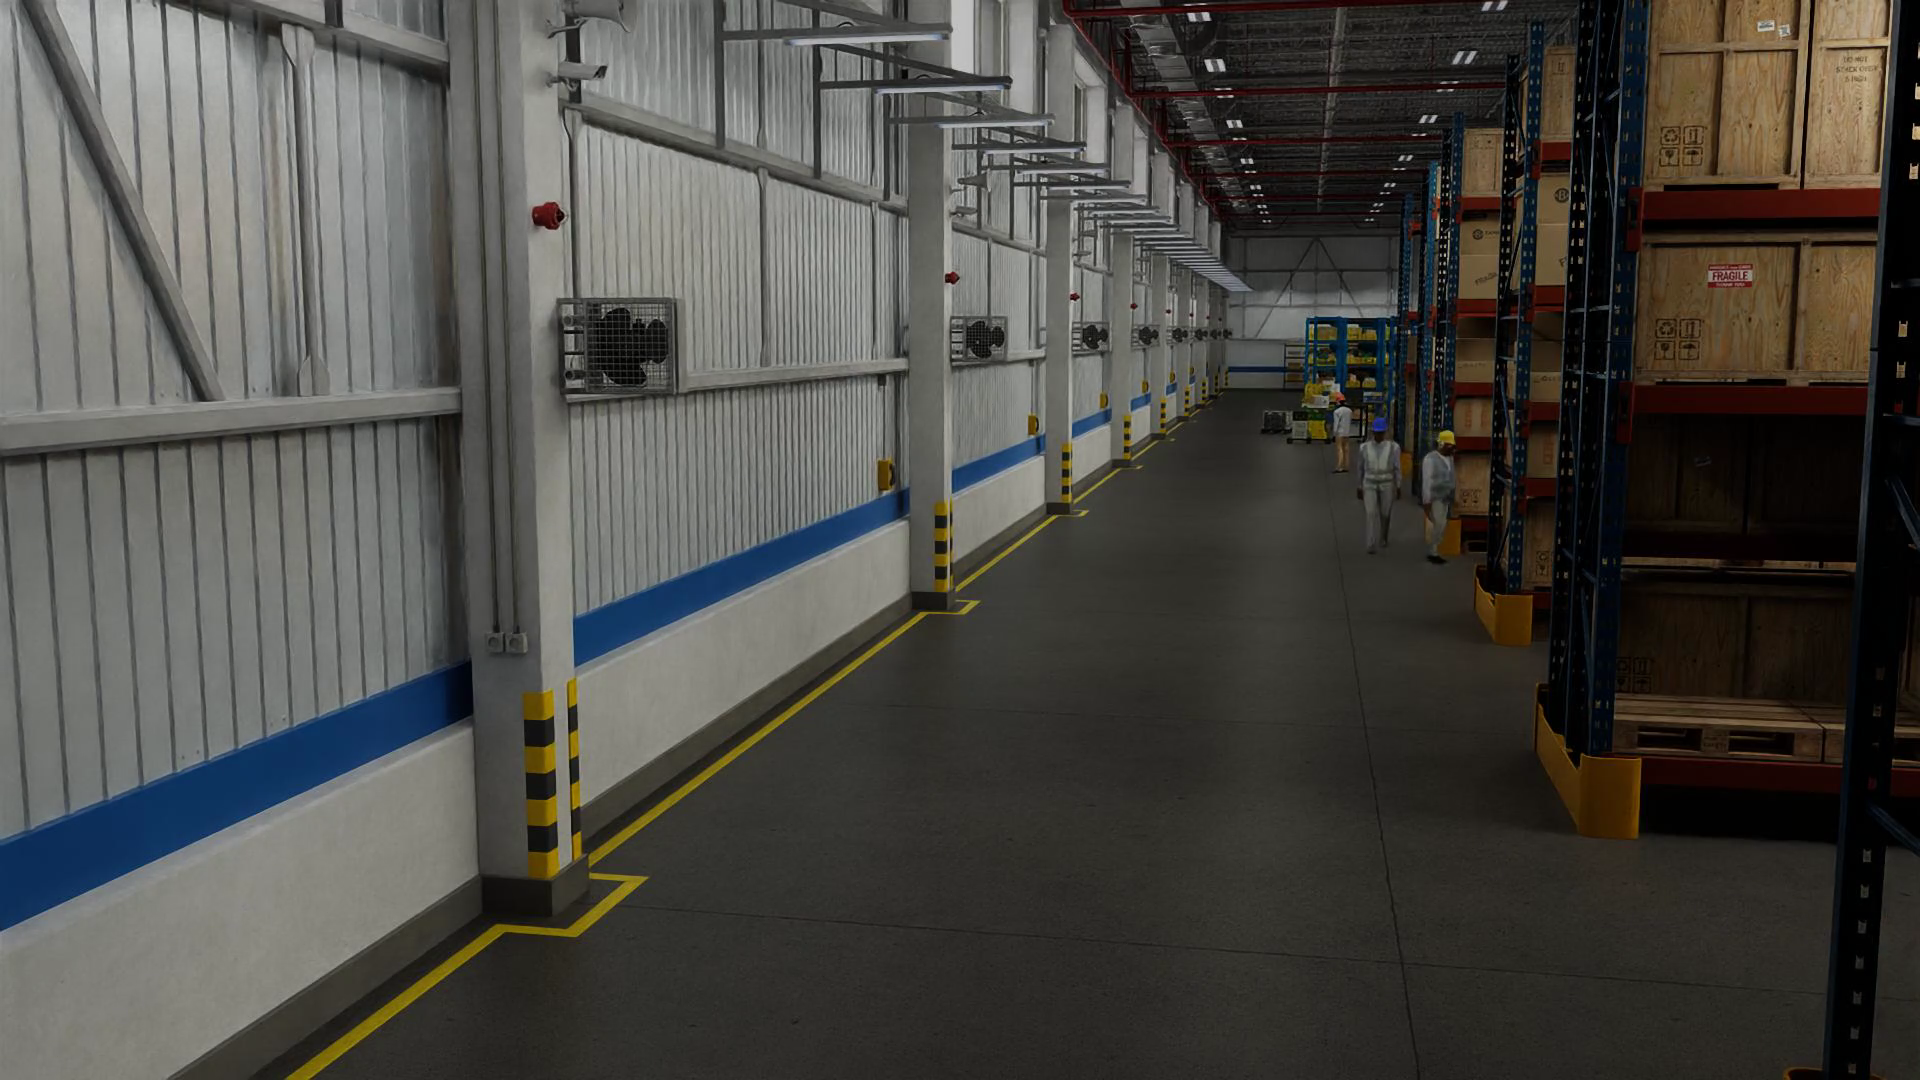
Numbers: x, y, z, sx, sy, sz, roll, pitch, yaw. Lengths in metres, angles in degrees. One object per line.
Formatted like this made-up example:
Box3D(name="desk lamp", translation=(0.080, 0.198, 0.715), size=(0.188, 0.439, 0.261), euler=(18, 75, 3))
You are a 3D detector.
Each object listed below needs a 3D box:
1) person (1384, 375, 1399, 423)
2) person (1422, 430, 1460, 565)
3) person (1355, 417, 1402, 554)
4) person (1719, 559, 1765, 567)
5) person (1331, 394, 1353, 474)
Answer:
Box3D(name="person", translation=(14.294, -4.638, 54.786), size=(0.551, 1.811, 0.600), euler=(0, 7, -3))
Box3D(name="person", translation=(6.432, -0.557, 22.145), size=(0.590, 1.801, 0.513), euler=(-7, 10, -44))
Box3D(name="person", translation=(5.883, -0.778, 23.374), size=(0.632, 1.933, 0.614), euler=(3, 8, 20))
Box3D(name="person", translation=(6.581, 0.534, 14.045), size=(0.513, 1.639, 0.307), euler=(-4, 8, -28))
Box3D(name="person", translation=(8.357, -2.323, 36.506), size=(0.561, 1.741, 0.344), euler=(-5, 9, -37))
